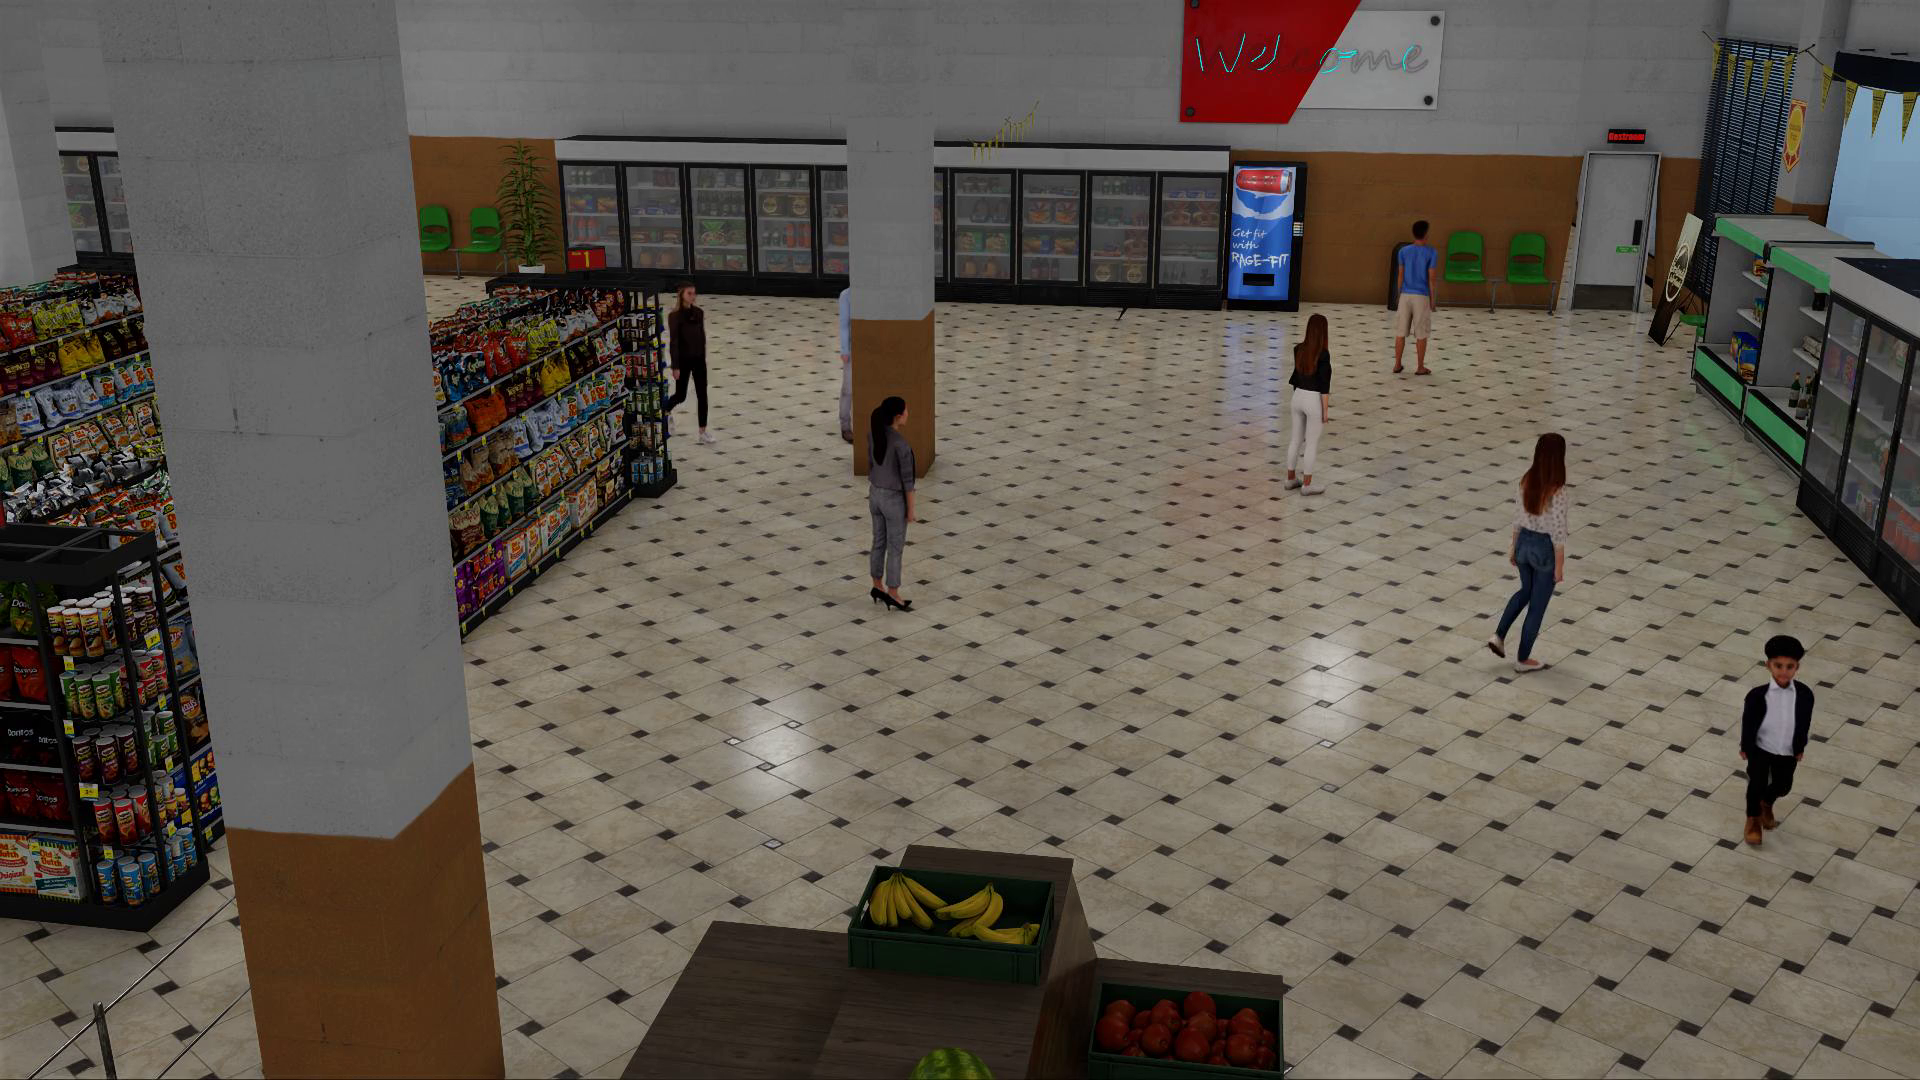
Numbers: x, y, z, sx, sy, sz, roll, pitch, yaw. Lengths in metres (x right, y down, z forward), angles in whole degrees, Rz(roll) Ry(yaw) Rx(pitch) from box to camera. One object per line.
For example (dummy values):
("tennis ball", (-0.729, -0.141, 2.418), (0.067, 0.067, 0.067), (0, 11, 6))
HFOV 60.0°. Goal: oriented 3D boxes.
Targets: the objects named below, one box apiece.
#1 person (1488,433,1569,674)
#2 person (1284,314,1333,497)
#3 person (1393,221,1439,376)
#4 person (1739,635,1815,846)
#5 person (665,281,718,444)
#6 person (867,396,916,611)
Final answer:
("person", (3.925, 0.106, 11.488), (0.817, 1.720, 0.761), (-9, 21, -25))
("person", (3.270, -1.278, 15.628), (0.719, 1.699, 0.663), (-13, 23, -34))
("person", (5.583, -2.976, 20.406), (0.721, 1.862, 0.679), (11, 21, 29))
("person", (4.555, 1.101, 9.327), (0.530, 1.217, 0.618), (5, 19, 14))
("person", (-2.870, -1.852, 17.357), (1.043, 1.682, 1.076), (17, 25, 41))
("person", (-0.549, -0.278, 12.700), (0.754, 1.674, 0.721), (-18, 25, -42))
